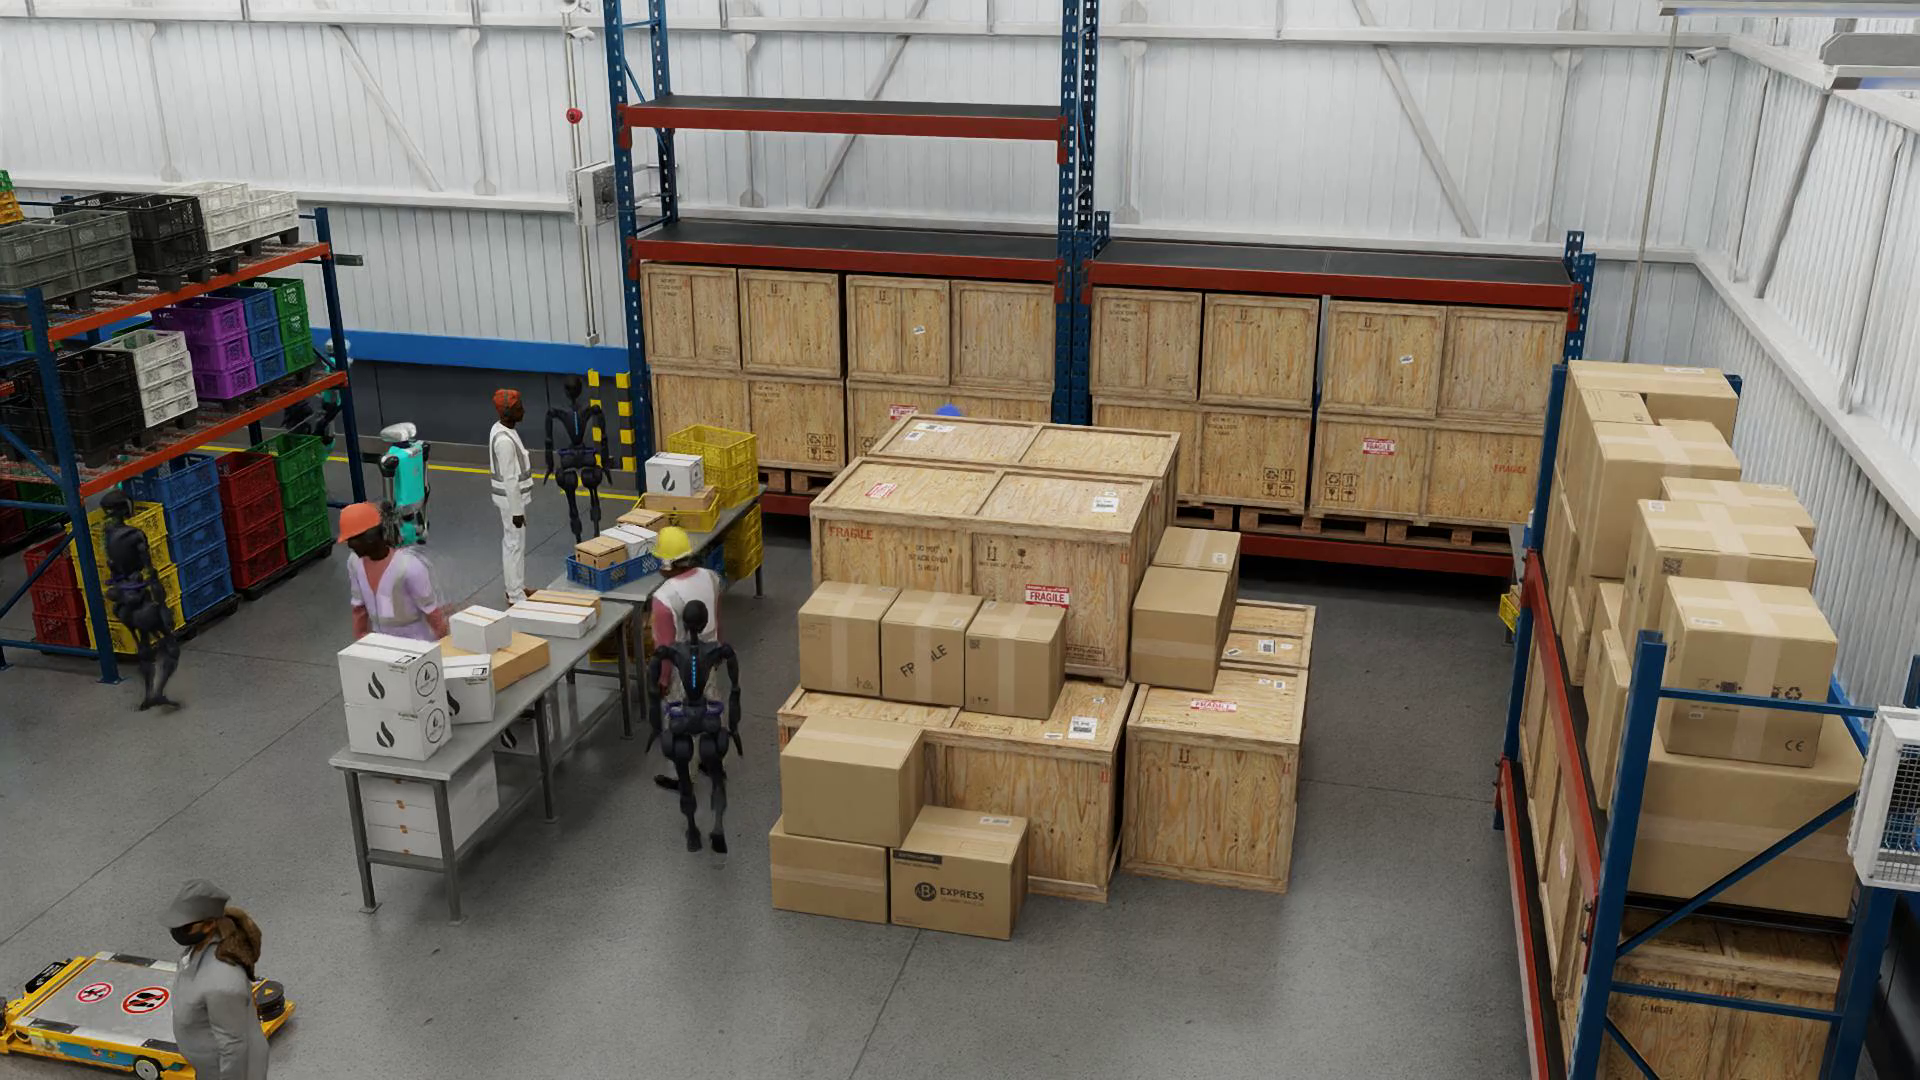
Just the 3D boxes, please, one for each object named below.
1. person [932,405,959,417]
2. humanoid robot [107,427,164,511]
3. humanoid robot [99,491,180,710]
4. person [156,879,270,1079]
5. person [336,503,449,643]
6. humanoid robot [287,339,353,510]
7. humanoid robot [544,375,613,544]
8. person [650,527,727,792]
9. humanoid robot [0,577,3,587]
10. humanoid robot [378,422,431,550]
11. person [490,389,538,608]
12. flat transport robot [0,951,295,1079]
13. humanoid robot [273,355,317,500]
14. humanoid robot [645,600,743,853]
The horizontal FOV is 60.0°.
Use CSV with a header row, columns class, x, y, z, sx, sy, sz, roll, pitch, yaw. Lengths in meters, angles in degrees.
class,x,y,z,sx,sy,sz,roll,pitch,yaw
person,-0.097,-0.108,12.998,0.612,1.937,0.415,-5,22,-14
humanoid robot,-7.405,-0.659,14.862,0.552,1.890,0.772,-5,21,-13
humanoid robot,-5.916,0.444,11.944,0.590,1.646,0.393,12,24,29
person,-3.125,2.220,7.134,0.396,1.769,0.564,-13,24,-30
person,-3.645,0.680,10.847,0.621,1.995,0.624,12,24,29
humanoid robot,-6.123,-0.994,15.685,0.920,1.767,0.533,-7,22,-17
humanoid robot,-3.407,-0.651,14.786,0.600,1.643,0.427,-6,22,-15
person,-1.813,0.784,10.845,0.521,1.814,0.607,13,24,30
humanoid robot,-8.079,-0.197,13.575,0.532,1.778,1.018,-2,21,-4
humanoid robot,-4.536,-0.123,13.168,0.738,1.694,0.536,7,22,18
person,-3.656,-0.322,13.626,0.338,1.882,0.580,-6,22,-16
flat transport robot,-4.270,2.464,8.601,1.431,0.231,0.659,5,22,13
humanoid robot,-6.472,-1.192,16.187,0.320,1.650,0.609,-12,24,-29
humanoid robot,-1.609,1.167,10.027,0.593,1.644,0.507,-3,21,-9
